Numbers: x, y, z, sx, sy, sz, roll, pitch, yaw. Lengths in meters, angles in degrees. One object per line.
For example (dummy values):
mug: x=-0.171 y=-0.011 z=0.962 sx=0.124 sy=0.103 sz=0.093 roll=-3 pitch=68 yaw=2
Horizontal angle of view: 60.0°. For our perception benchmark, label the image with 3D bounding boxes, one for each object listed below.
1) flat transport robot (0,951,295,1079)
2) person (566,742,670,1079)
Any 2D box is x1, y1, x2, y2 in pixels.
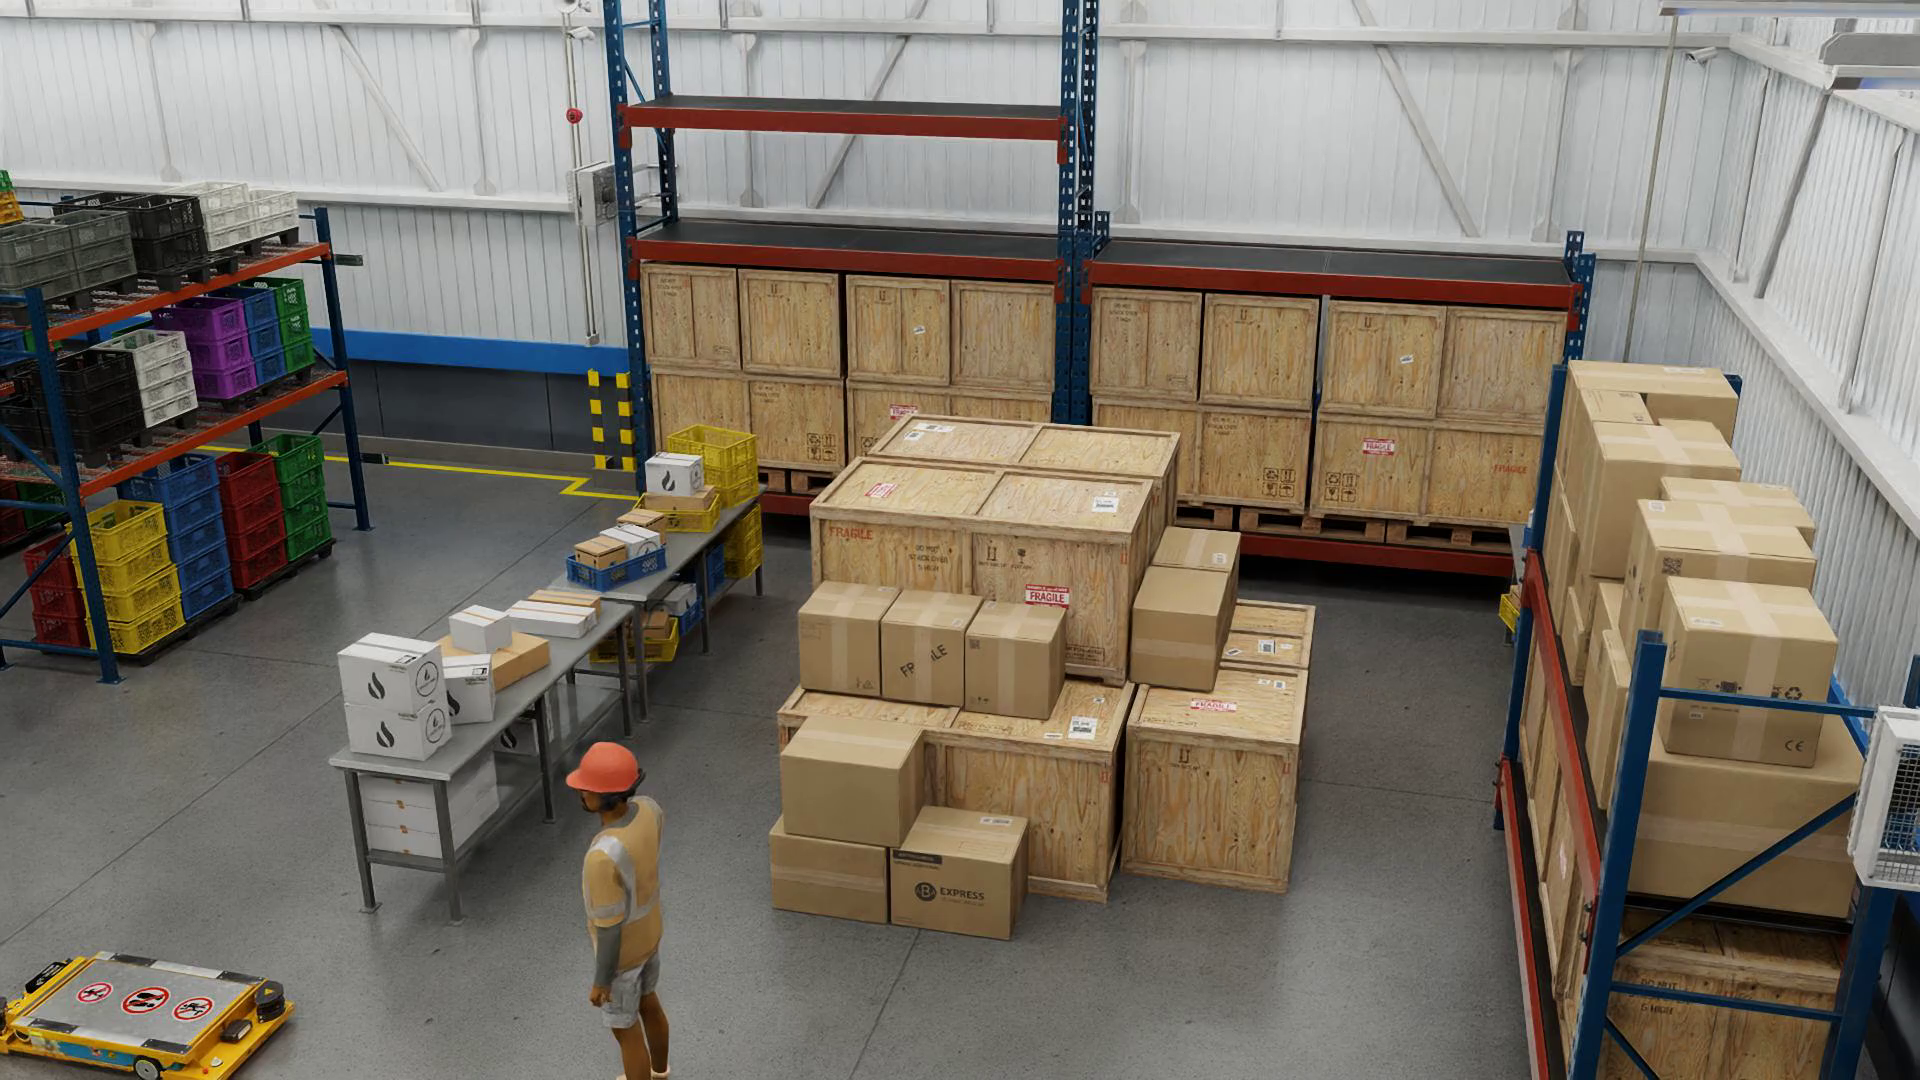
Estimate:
flat transport robot: x=-4.270 y=2.464 z=8.601 sx=1.431 sy=0.231 sz=0.659 roll=5 pitch=22 yaw=13
person: x=-1.567 y=1.854 z=7.708 sx=0.358 sy=2.047 sz=0.613 roll=4 pitch=21 yaw=10
